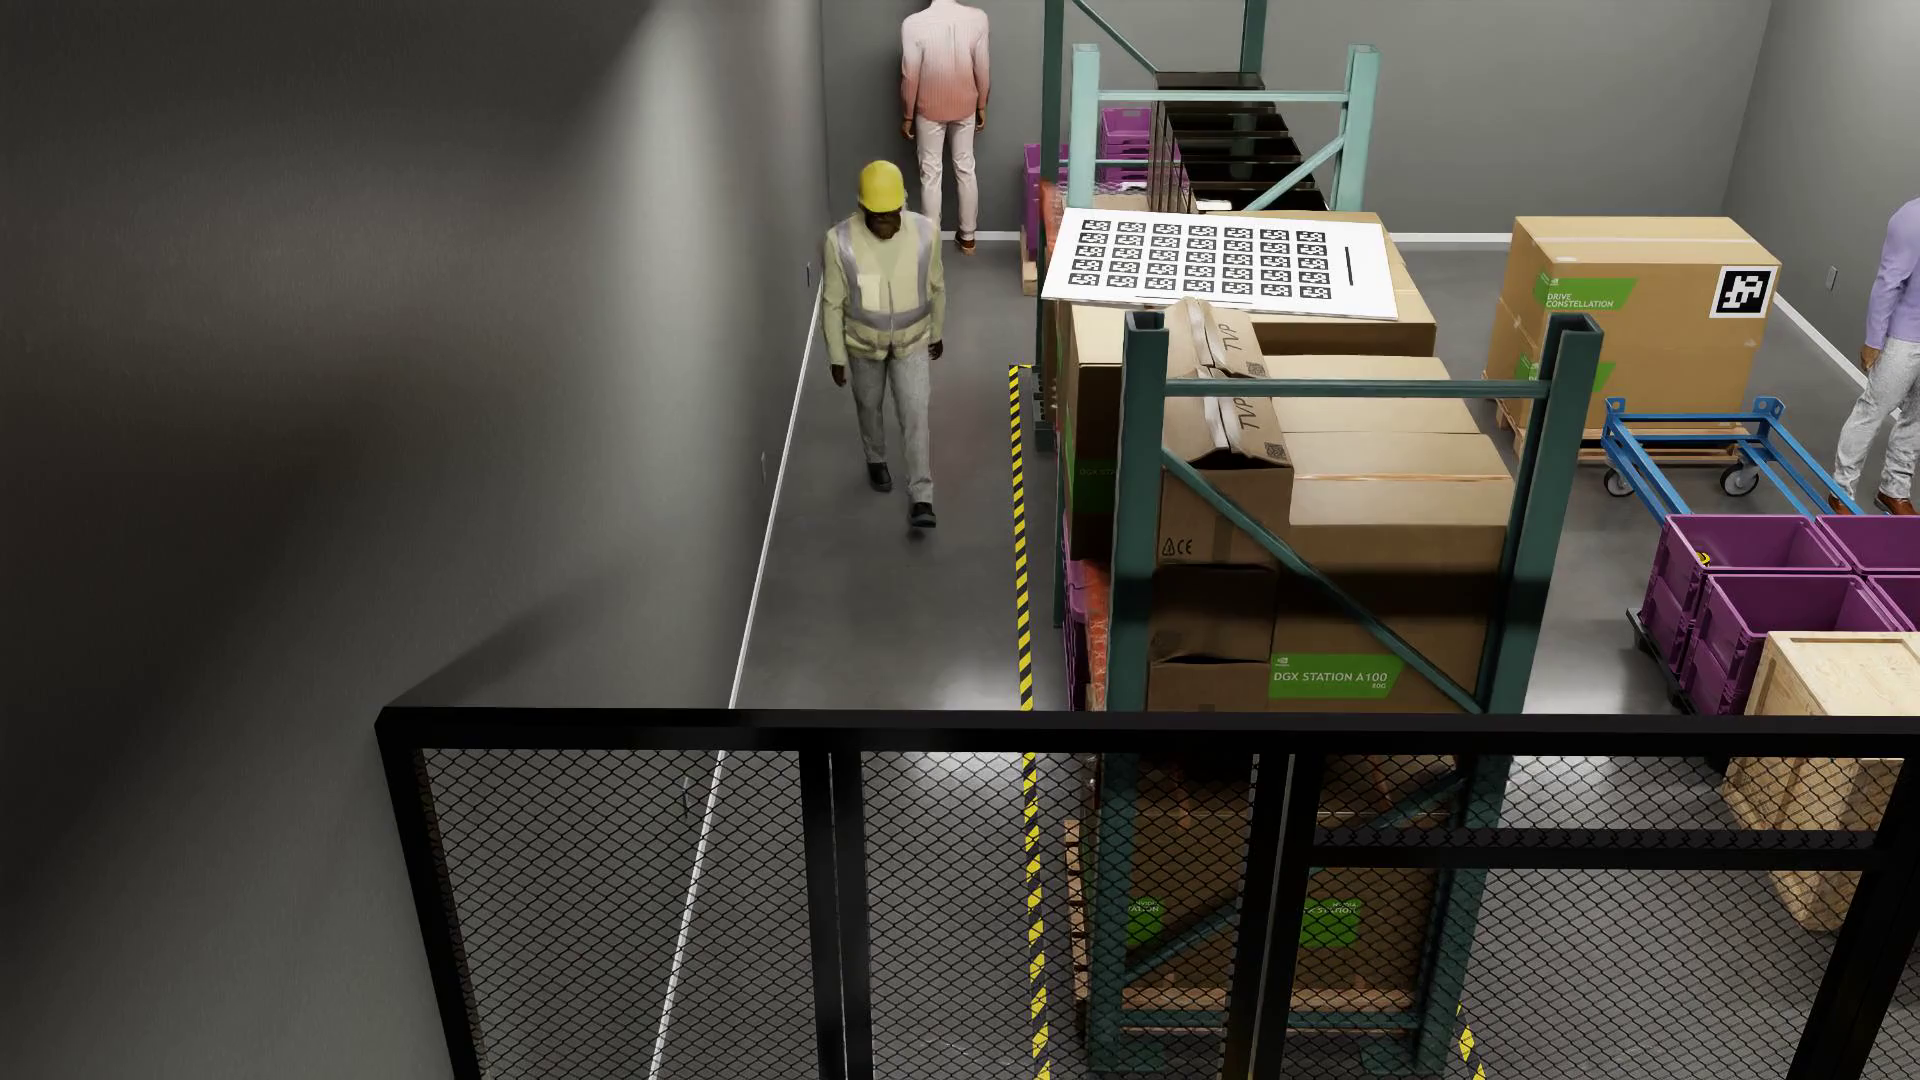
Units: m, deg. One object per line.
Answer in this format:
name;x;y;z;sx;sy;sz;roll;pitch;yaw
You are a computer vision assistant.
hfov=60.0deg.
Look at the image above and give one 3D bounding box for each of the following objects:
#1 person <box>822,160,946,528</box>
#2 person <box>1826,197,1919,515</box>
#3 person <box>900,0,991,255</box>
person;-0.343;-0.923;7.901;0.608;1.775;0.928;-5;31;-8
person;4.531;-0.945;7.784;0.631;1.940;0.372;-1;31;-2
person;-0.102;-2.815;10.837;0.622;1.994;0.381;-13;33;-20
